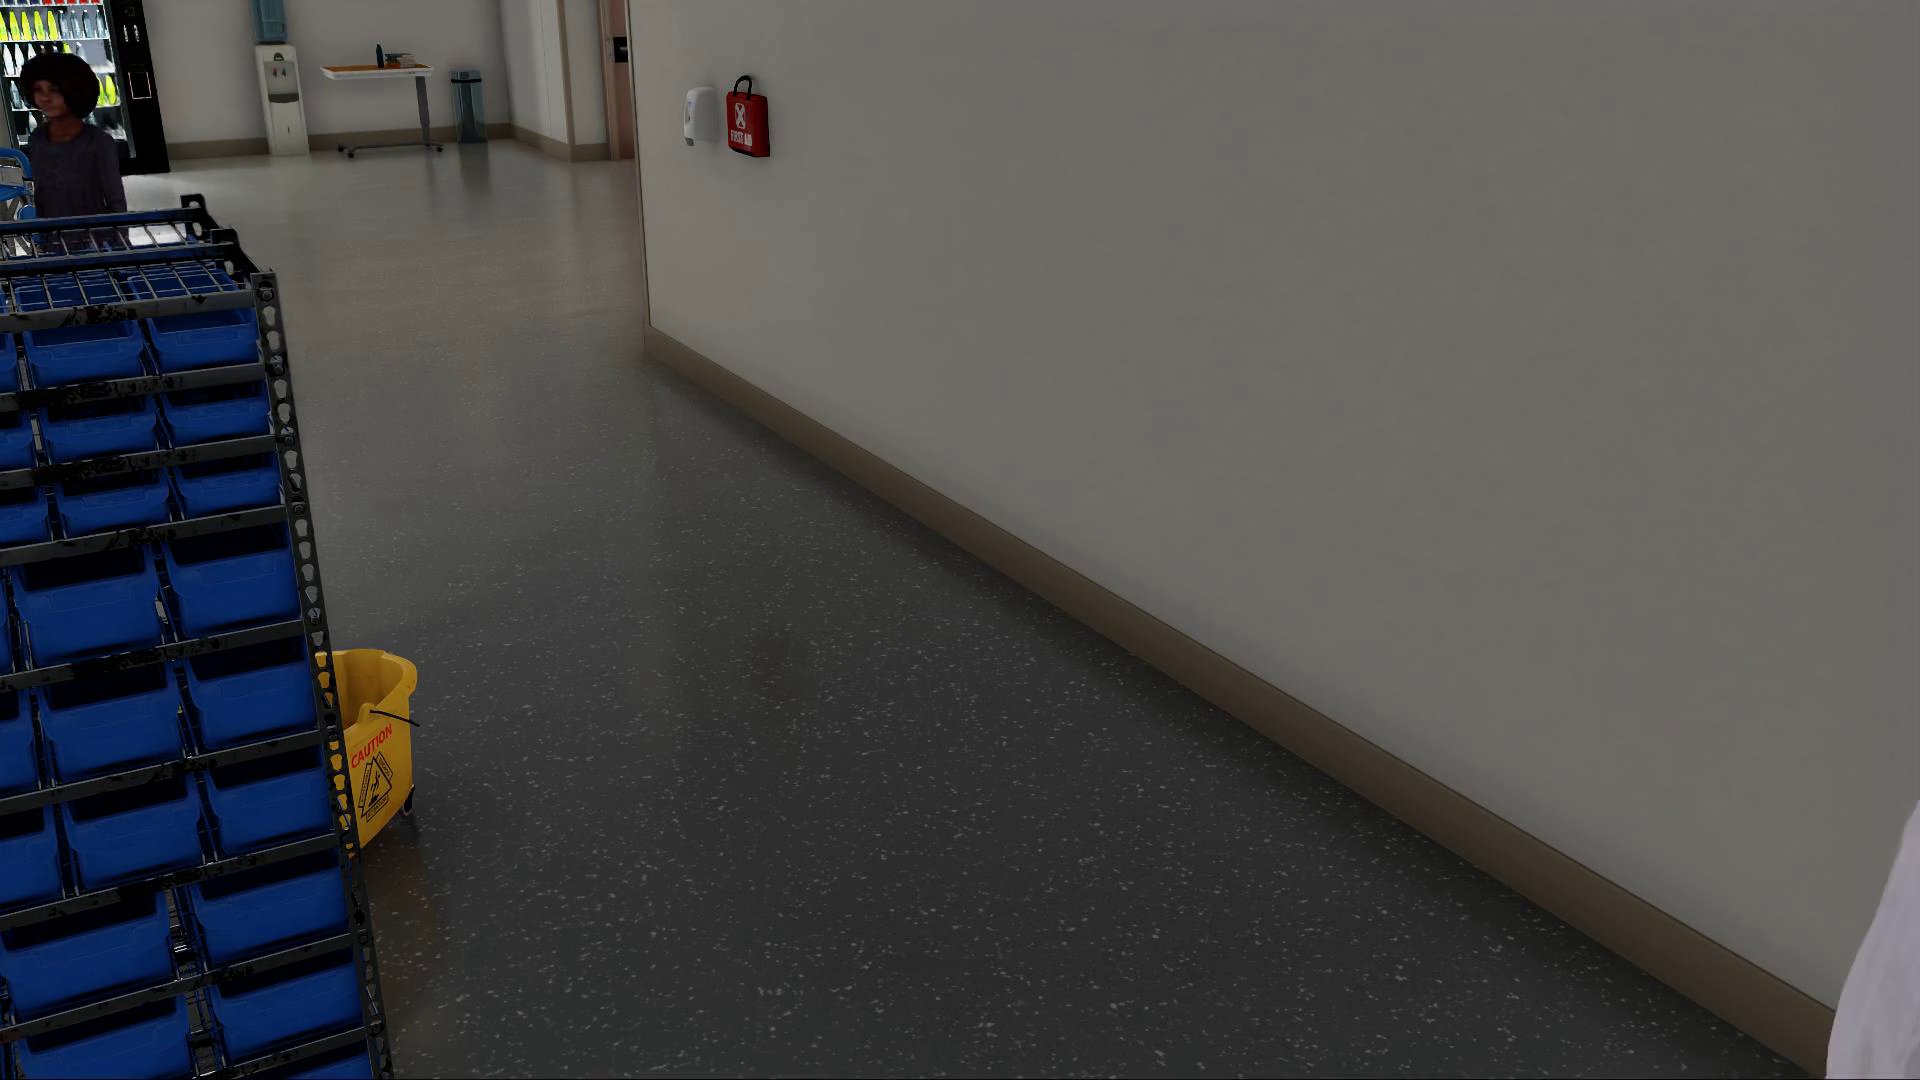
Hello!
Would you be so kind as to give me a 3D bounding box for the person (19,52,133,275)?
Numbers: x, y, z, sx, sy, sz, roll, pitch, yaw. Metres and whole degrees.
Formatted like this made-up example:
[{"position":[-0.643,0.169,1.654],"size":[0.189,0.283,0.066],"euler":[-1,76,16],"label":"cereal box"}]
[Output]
[{"position":[-3.661,-1.203,7.109],"size":[0.736,1.696,0.802],"euler":[4,21,10],"label":"person"}]
